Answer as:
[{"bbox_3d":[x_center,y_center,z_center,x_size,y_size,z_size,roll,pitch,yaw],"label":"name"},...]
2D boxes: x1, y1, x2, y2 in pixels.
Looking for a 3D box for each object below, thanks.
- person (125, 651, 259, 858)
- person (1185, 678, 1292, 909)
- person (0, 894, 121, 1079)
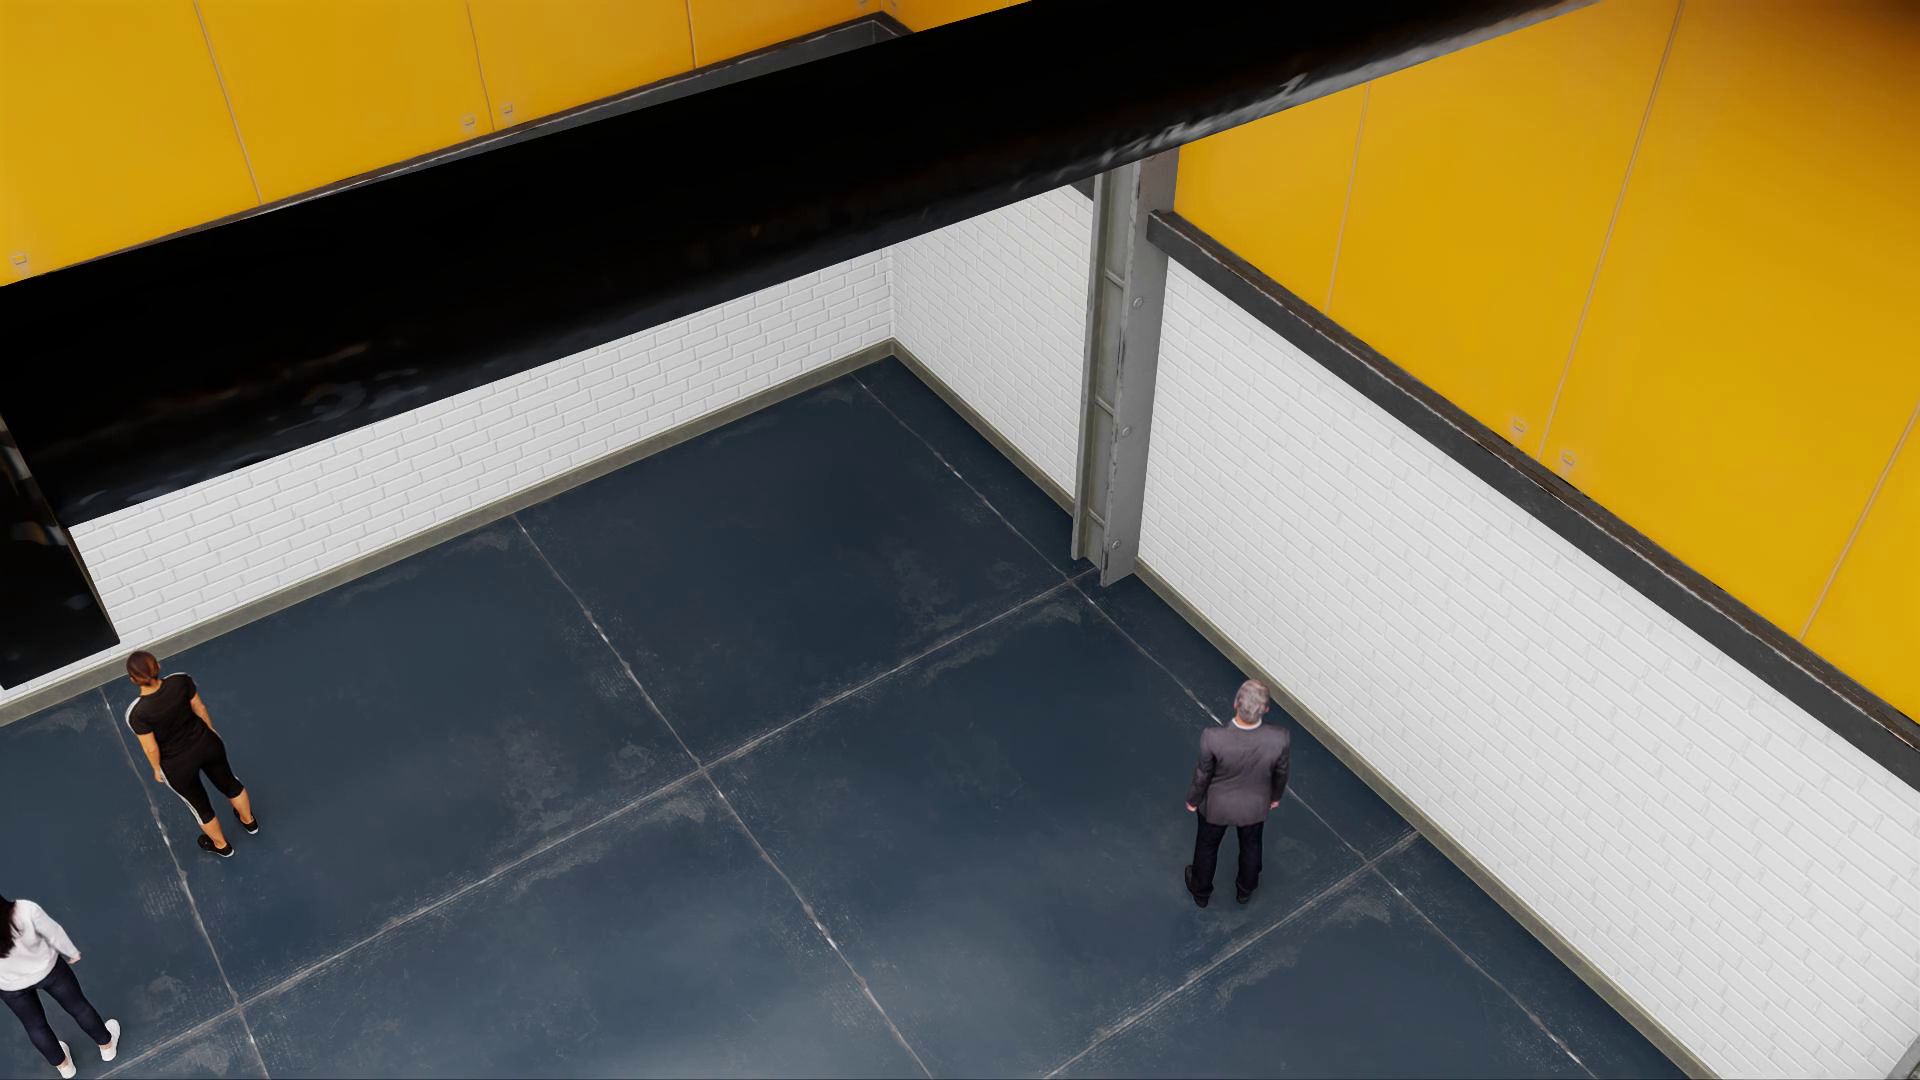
[{"bbox_3d":[-4.544,1.244,9.779,0.615,1.669,0.641,25,49,24],"label":"person"},{"bbox_3d":[1.559,1.446,9.444,0.810,1.839,0.797,-2,44,-2],"label":"person"},{"bbox_3d":[-4.878,2.259,8.691,0.642,1.700,0.575,-21,47,-20],"label":"person"}]
